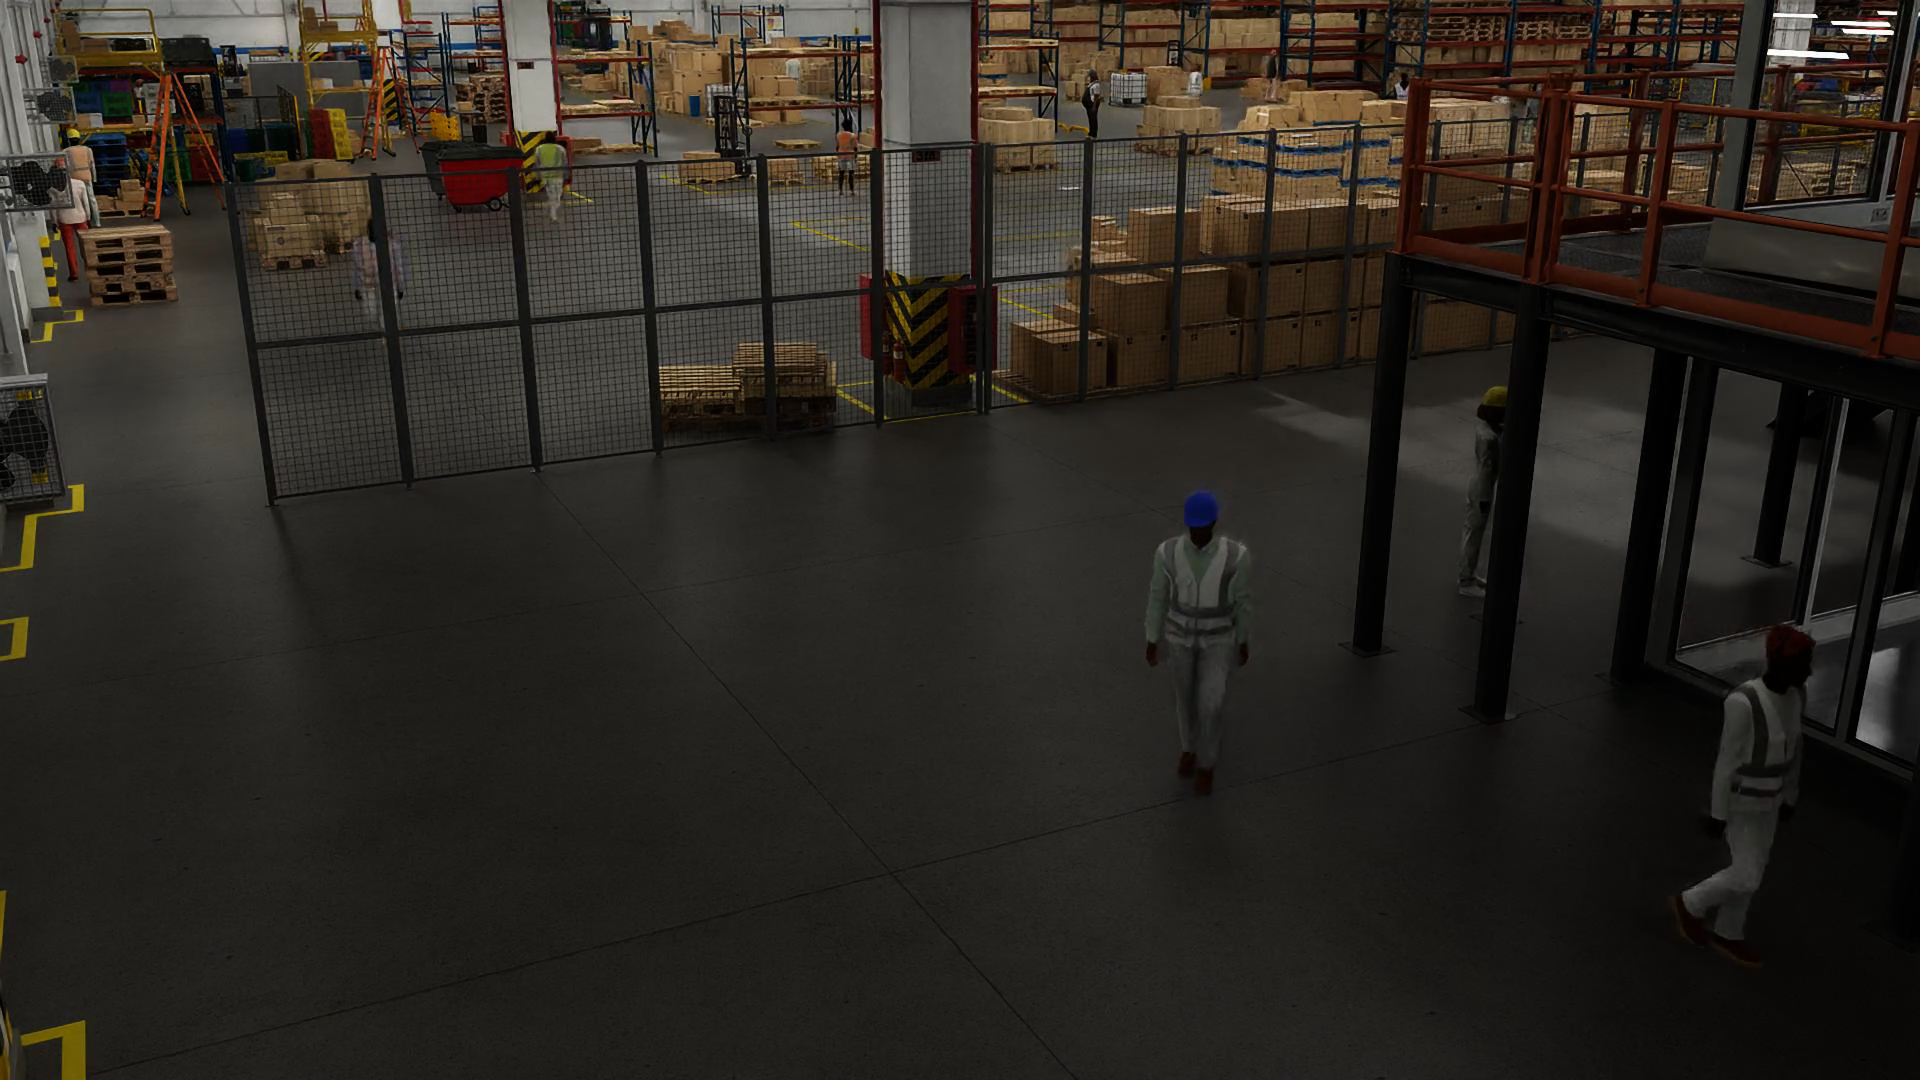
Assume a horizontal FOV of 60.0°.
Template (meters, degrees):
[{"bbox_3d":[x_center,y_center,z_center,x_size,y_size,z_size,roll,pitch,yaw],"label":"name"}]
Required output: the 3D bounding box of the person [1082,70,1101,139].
[{"bbox_3d":[3.891,-12.935,49.433,0.539,2.000,0.689,-3,19,-8],"label":"person"}]

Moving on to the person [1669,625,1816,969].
[{"bbox_3d":[4.008,1.305,8.413,0.604,1.866,0.443,-11,22,-30],"label":"person"}]

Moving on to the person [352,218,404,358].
[{"bbox_3d":[-7.658,-3.351,21.978,0.636,1.823,0.597,-2,19,-6],"label":"person"}]

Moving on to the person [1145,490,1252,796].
[{"bbox_3d":[1.448,0.634,10.268,0.651,1.924,0.714,6,20,17],"label":"person"}]

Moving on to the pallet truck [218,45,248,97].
[{"bbox_3d":[-28.879,-18.665,66.111,0.823,1.965,1.885,-3,19,-9],"label":"pallet truck"}]

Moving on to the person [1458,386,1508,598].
[{"bbox_3d":[4.291,-0.405,13.559,0.310,1.744,0.486,6,20,17],"label":"person"}]

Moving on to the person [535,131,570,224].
[{"bbox_3d":[-8.133,-7.306,33.447,0.645,1.815,0.728,2,19,6],"label":"person"}]

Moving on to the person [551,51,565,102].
[{"bbox_3d":[-15.460,-17.679,63.428,0.654,1.883,1.041,-14,23,-34],"label":"person"}]

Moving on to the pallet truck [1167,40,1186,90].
[{"bbox_3d":[9.045,-19.971,69.895,0.823,1.965,1.885,-3,19,-8],"label":"pallet truck"}]

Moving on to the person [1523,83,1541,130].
[{"bbox_3d":[17.880,-13.608,51.946,0.534,1.667,0.779,-5,20,-14],"label":"person"}]

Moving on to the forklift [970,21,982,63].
[{"bbox_3d":[0.410,-19.649,67.630,1.129,2.768,1.873,-9,21,-25],"label":"forklift"}]

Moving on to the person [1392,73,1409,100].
[{"bbox_3d":[13.366,-13.143,50.250,0.627,1.897,0.498,3,19,10],"label":"person"}]

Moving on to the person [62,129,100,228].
[{"bbox_3d":[-17.241,-7.068,32.603,0.381,1.922,0.593,14,24,35],"label":"person"}]

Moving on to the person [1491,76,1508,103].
[{"bbox_3d":[15.644,-12.466,48.263,0.564,1.918,0.673,-8,21,-23],"label":"person"}]

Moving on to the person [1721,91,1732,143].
[{"bbox_3d":[19.867,-10.591,42.841,0.548,1.915,0.831,-5,20,-15],"label":"person"}]

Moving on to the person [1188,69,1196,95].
[{"bbox_3d":[7.920,-15.301,56.910,0.494,1.619,0.522,0,19,-1],"label":"person"}]

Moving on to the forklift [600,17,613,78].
[{"bbox_3d":[-15.425,-21.421,72.767,1.873,2.768,1.129,-6,20,-17],"label":"forklift"}]

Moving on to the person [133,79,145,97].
[{"bbox_3d":[-25.281,-13.412,51.440,0.525,1.632,0.320,7,20,19],"label":"person"}]

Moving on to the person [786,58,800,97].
[{"bbox_3d":[-6.219,-17.169,61.860,0.364,1.939,0.636,18,26,42],"label":"person"}]

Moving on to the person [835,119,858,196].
[{"bbox_3d":[-2.556,-8.607,37.422,0.533,1.690,0.321,4,20,13],"label":"person"}]

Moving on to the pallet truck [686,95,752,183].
[{"bbox_3d":[-5.836,-9.608,39.856,0.823,1.965,1.885,10,22,27],"label":"pallet truck"}]

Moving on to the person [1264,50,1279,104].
[{"bbox_3d":[11.728,-17.350,62.342,0.513,1.964,0.618,-3,19,-8],"label":"person"}]

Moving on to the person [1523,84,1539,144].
[{"bbox_3d":[15.684,-11.595,45.800,0.326,1.876,0.518,18,26,41],"label":"person"}]

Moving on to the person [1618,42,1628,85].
[{"bbox_3d":[28.786,-20.593,71.933,0.429,1.844,0.625,-14,24,-36],"label":"person"}]

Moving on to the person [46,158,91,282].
[{"bbox_3d":[-14.501,-5.215,27.124,0.613,1.995,0.390,-16,25,-39],"label":"person"}]

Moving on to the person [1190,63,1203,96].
[{"bbox_3d":[7.908,-15.144,56.119,0.703,1.862,0.619,-11,22,-29],"label":"person"}]

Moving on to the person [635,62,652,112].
[{"bbox_3d":[-11.012,-15.579,57.344,0.968,1.874,0.601,13,23,34],"label":"person"}]
